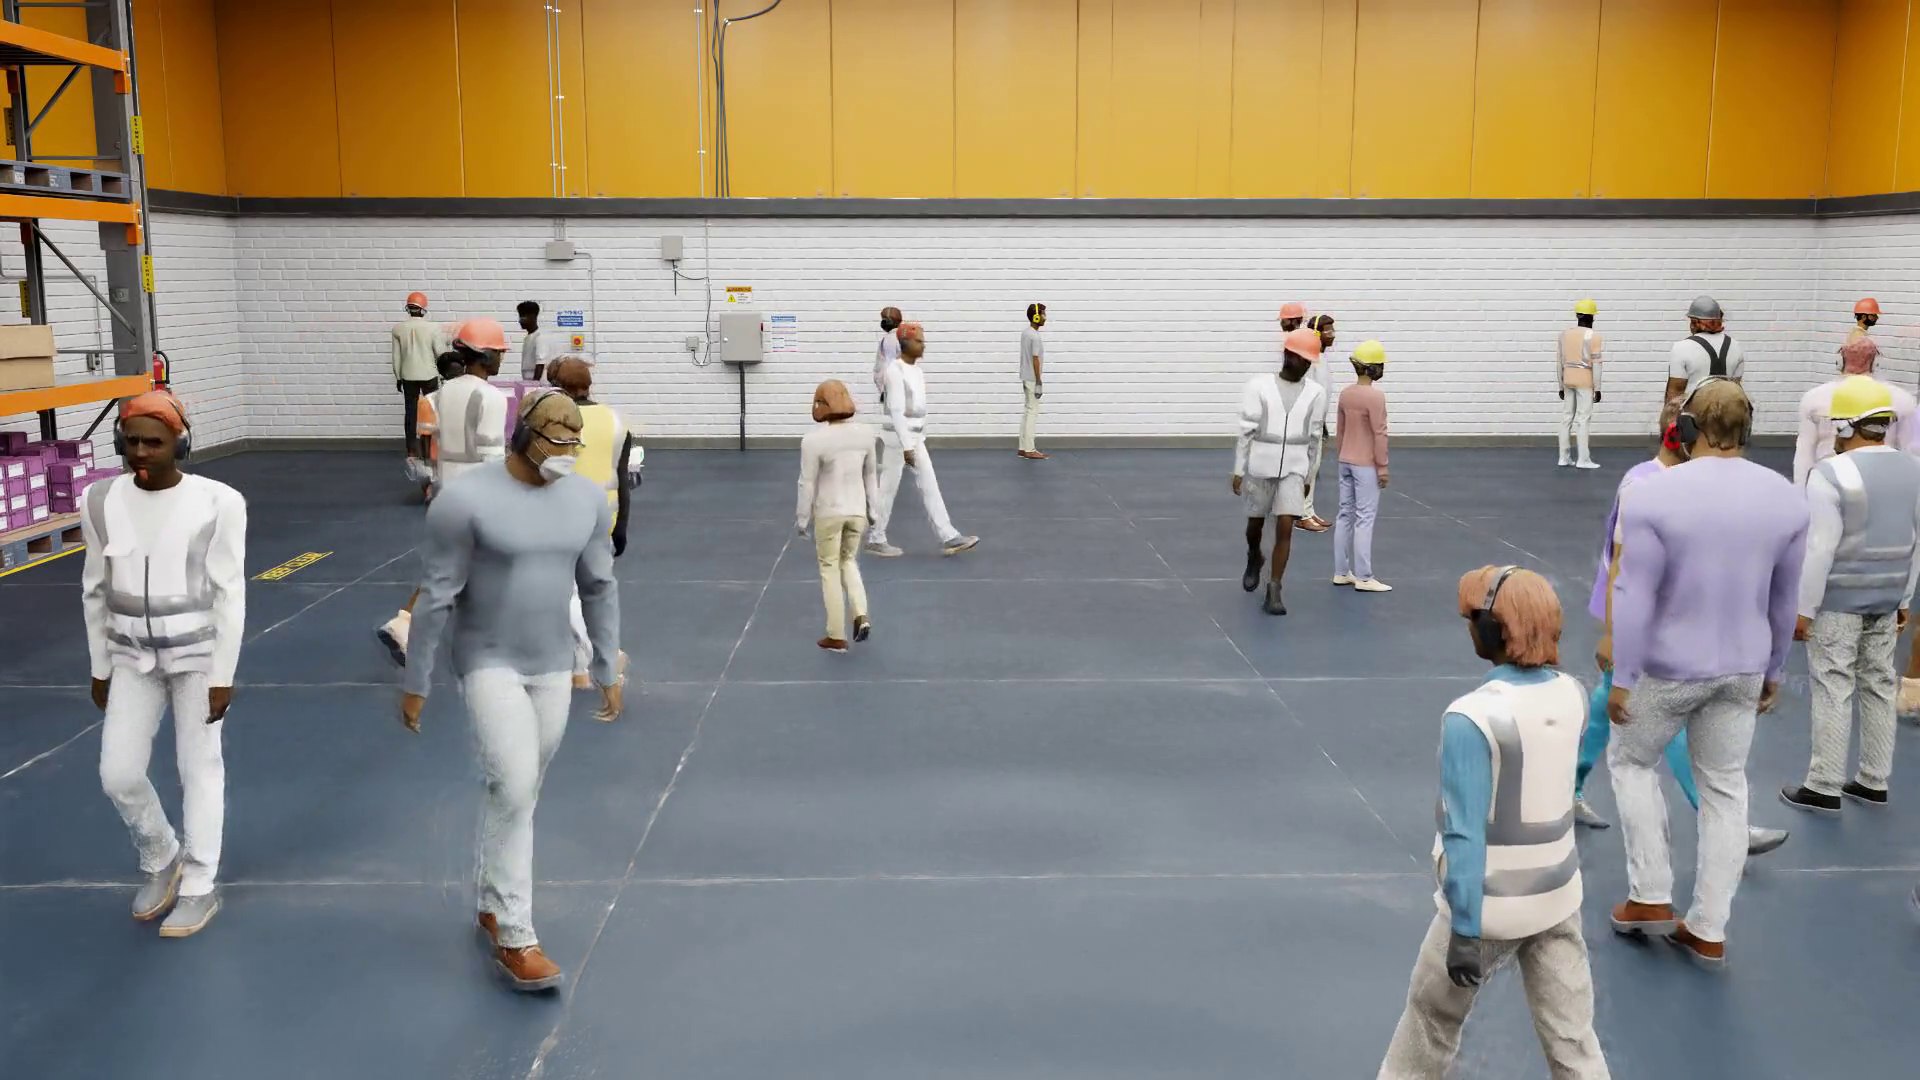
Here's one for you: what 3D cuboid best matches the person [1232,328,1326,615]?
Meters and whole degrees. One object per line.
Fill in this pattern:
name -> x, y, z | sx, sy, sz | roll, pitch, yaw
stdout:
person -> 2.118, -0.485, 11.166 | 0.618, 1.886, 0.863 | 0, 9, 3

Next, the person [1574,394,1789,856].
person -> 2.765, 0.326, 6.503 | 1.008, 1.779, 0.583 | 8, 12, 41

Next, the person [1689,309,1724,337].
person -> 8.340, -1.701, 18.761 | 0.437, 1.845, 0.554 | -3, 10, -16

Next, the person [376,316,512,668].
person -> -2.827, -0.242, 9.322 | 0.619, 2.011, 0.898 | 8, 12, 41

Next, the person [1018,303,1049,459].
person -> 0.877, -1.897, 19.901 | 0.331, 1.866, 0.536 | -2, 10, -14

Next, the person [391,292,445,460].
person -> -6.404, -1.938, 19.738 | 0.617, 1.994, 0.381 | -1, 9, -3

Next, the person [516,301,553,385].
person -> -4.826, -1.761, 18.921 | 0.992, 1.915, 0.612 | -6, 11, -34

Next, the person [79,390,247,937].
person -> -2.677, 0.426, 5.627 | 0.575, 1.868, 0.408 | 0, 9, -2

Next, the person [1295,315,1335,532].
person -> 3.102, -1.017, 14.465 | 0.327, 1.874, 0.518 | 4, 10, 24

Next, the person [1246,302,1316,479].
person -> 3.459, -1.577, 17.812 | 0.842, 1.907, 0.547 | -1, 9, -6

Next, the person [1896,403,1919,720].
person -> 4.912, -0.054, 8.093 | 0.654, 2.020, 0.647 | -5, 11, -30

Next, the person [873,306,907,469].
person -> -0.770, -1.717, 18.848 | 0.429, 1.843, 0.629 | 2, 10, 13

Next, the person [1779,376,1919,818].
person -> 3.701, 0.236, 6.912 | 0.600, 1.827, 0.404 | -3, 10, -17

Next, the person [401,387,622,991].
person -> -1.376, 0.462, 5.340 | 0.811, 1.888, 0.706 | 9, 13, 43

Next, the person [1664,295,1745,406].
person -> 6.368, -1.096, 14.430 | 0.684, 2.000, 0.538 | -3, 10, -15

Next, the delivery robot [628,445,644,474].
delivery robot -> -3.624, -0.847, 17.162 | 0.707, 0.478, 0.477 | -2, 9, -14

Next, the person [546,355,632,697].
person -> -1.974, -0.056, 8.725 | 0.773, 1.824, 0.625 | 9, 13, 43

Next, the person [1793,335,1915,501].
person -> 5.445, -0.314, 10.159 | 0.655, 1.868, 0.951 | 4, 10, 22

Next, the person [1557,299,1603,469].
person -> 7.057, -1.772, 18.926 | 0.368, 1.928, 0.585 | -6, 11, -31

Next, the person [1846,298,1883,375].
person -> 10.235, -1.777, 18.923 | 0.358, 1.938, 0.548 | 4, 10, 22

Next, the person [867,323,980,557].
person -> -0.317, -0.761, 12.984 | 0.969, 1.837, 0.588 | 4, 10, 23

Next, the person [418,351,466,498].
person -> -3.754, -0.577, 12.426 | 0.546, 1.643, 0.874 | -6, 11, -33

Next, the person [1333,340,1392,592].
person -> 2.853, -0.521, 11.748 | 0.319, 1.769, 0.523 | -3, 10, -20

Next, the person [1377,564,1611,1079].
person -> 1.278, 0.844, 3.912 | 0.538, 1.588, 0.878 | -6, 11, -34

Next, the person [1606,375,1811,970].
person -> 2.411, 0.422, 5.476 | 0.663, 1.920, 0.568 | -1, 9, -5

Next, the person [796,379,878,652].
person -> -0.739, -0.143, 9.867 | 0.517, 1.618, 0.343 | -7, 11, -35
